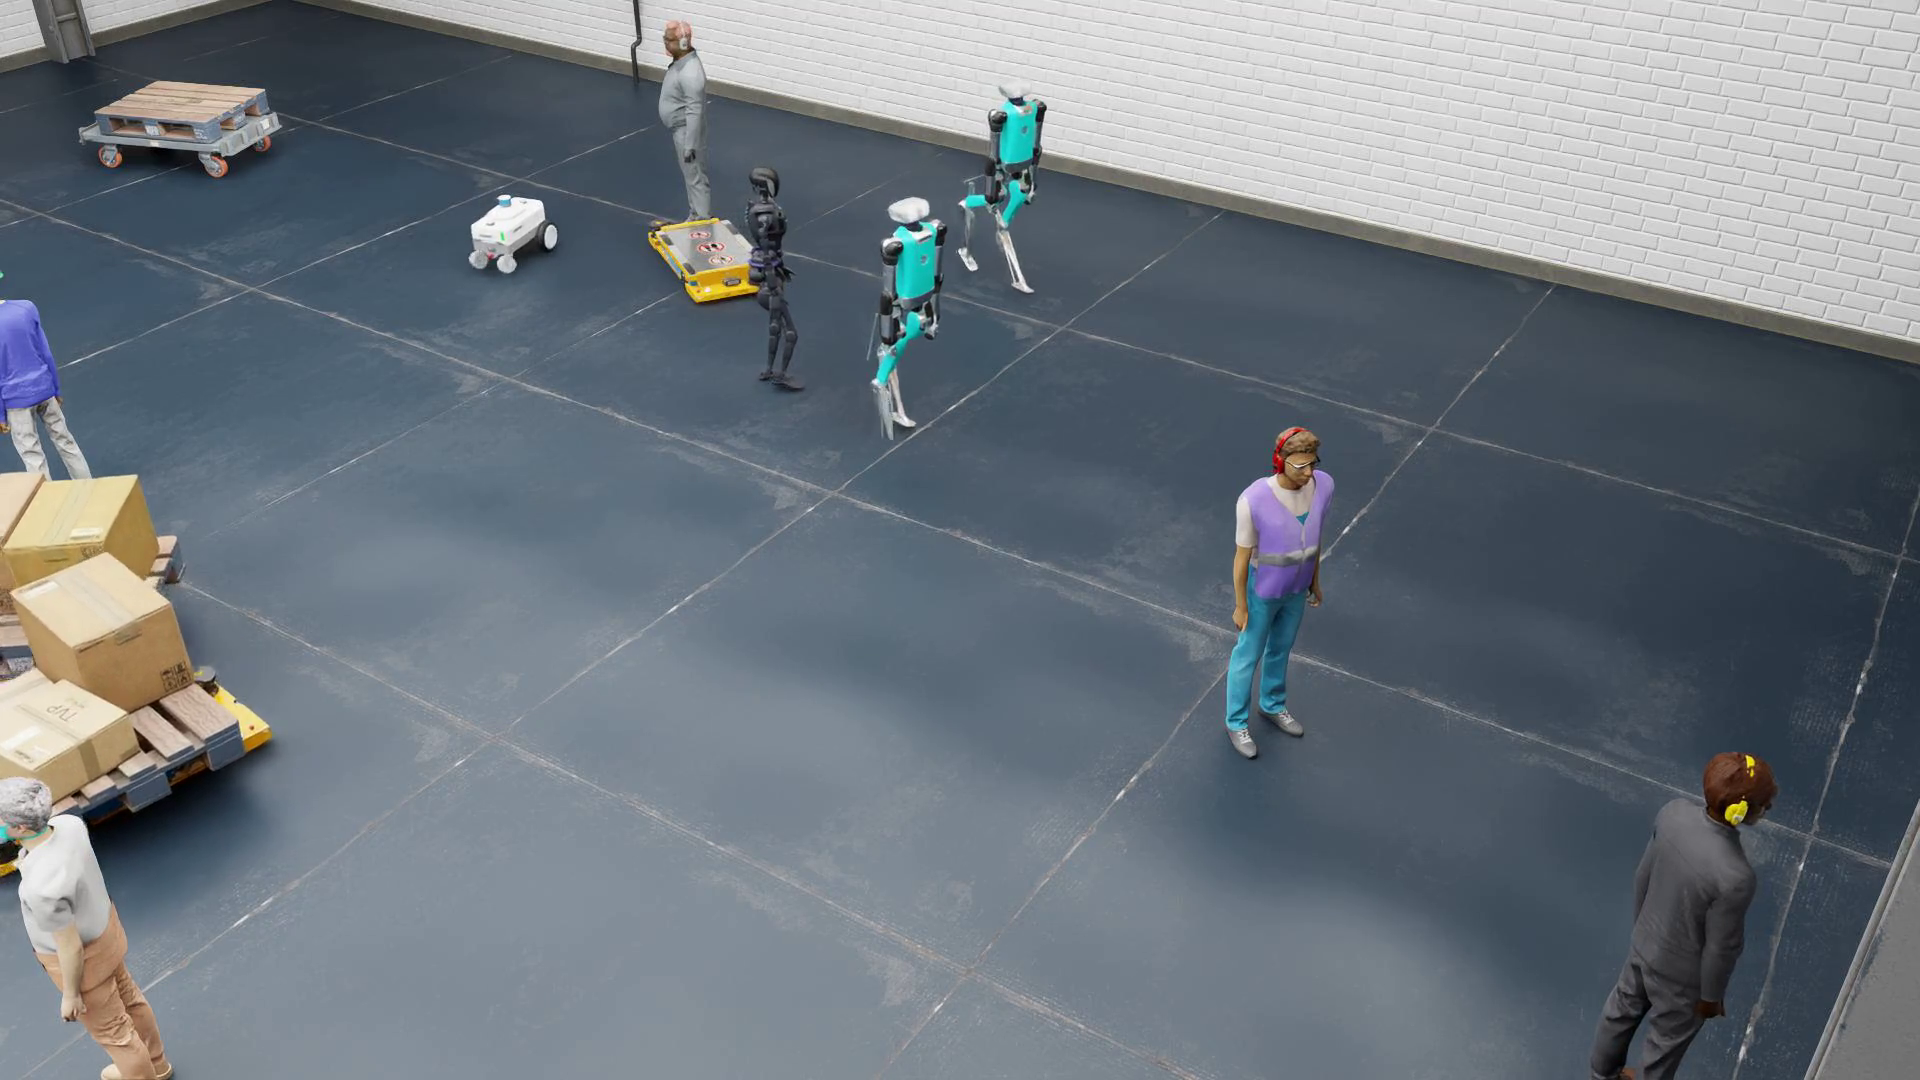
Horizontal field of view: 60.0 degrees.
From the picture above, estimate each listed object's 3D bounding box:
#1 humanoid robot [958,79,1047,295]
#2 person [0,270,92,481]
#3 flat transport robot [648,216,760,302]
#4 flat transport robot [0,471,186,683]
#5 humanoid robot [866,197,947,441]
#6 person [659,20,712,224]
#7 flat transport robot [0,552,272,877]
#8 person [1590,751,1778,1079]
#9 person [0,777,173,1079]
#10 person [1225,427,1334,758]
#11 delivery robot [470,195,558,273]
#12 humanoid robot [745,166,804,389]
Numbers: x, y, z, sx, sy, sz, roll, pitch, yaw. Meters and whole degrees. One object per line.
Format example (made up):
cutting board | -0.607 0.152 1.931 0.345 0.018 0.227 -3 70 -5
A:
humanoid robot | 0.243 -2.926 13.481 0.530 1.775 0.994 -23 39 -31
person | -5.712 -0.874 10.149 0.381 1.865 0.457 17 36 24
flat transport robot | -2.112 -2.384 13.966 0.659 0.231 1.431 -14 35 -20
flat transport robot | -5.075 0.568 9.373 0.659 0.231 1.431 -5 33 -7
humanoid robot | -0.469 -1.476 11.239 0.735 1.844 0.538 28 42 36
person | -2.327 -3.444 14.103 0.413 1.908 0.641 -9 34 -13
flat transport robot | -4.344 1.149 8.468 0.659 0.231 1.431 26 41 34
person | 2.734 1.570 6.332 0.363 1.873 0.492 -8 33 -12
person | -3.389 1.592 6.411 0.321 1.747 0.474 -9 34 -14
person | 1.598 0.241 8.423 0.566 1.846 0.390 -19 37 -27
delivery robot | -3.810 -2.632 14.079 0.518 0.586 0.757 10 34 15
humanoid robot | -1.318 -1.880 11.882 0.356 1.652 0.609 0 33 -1
